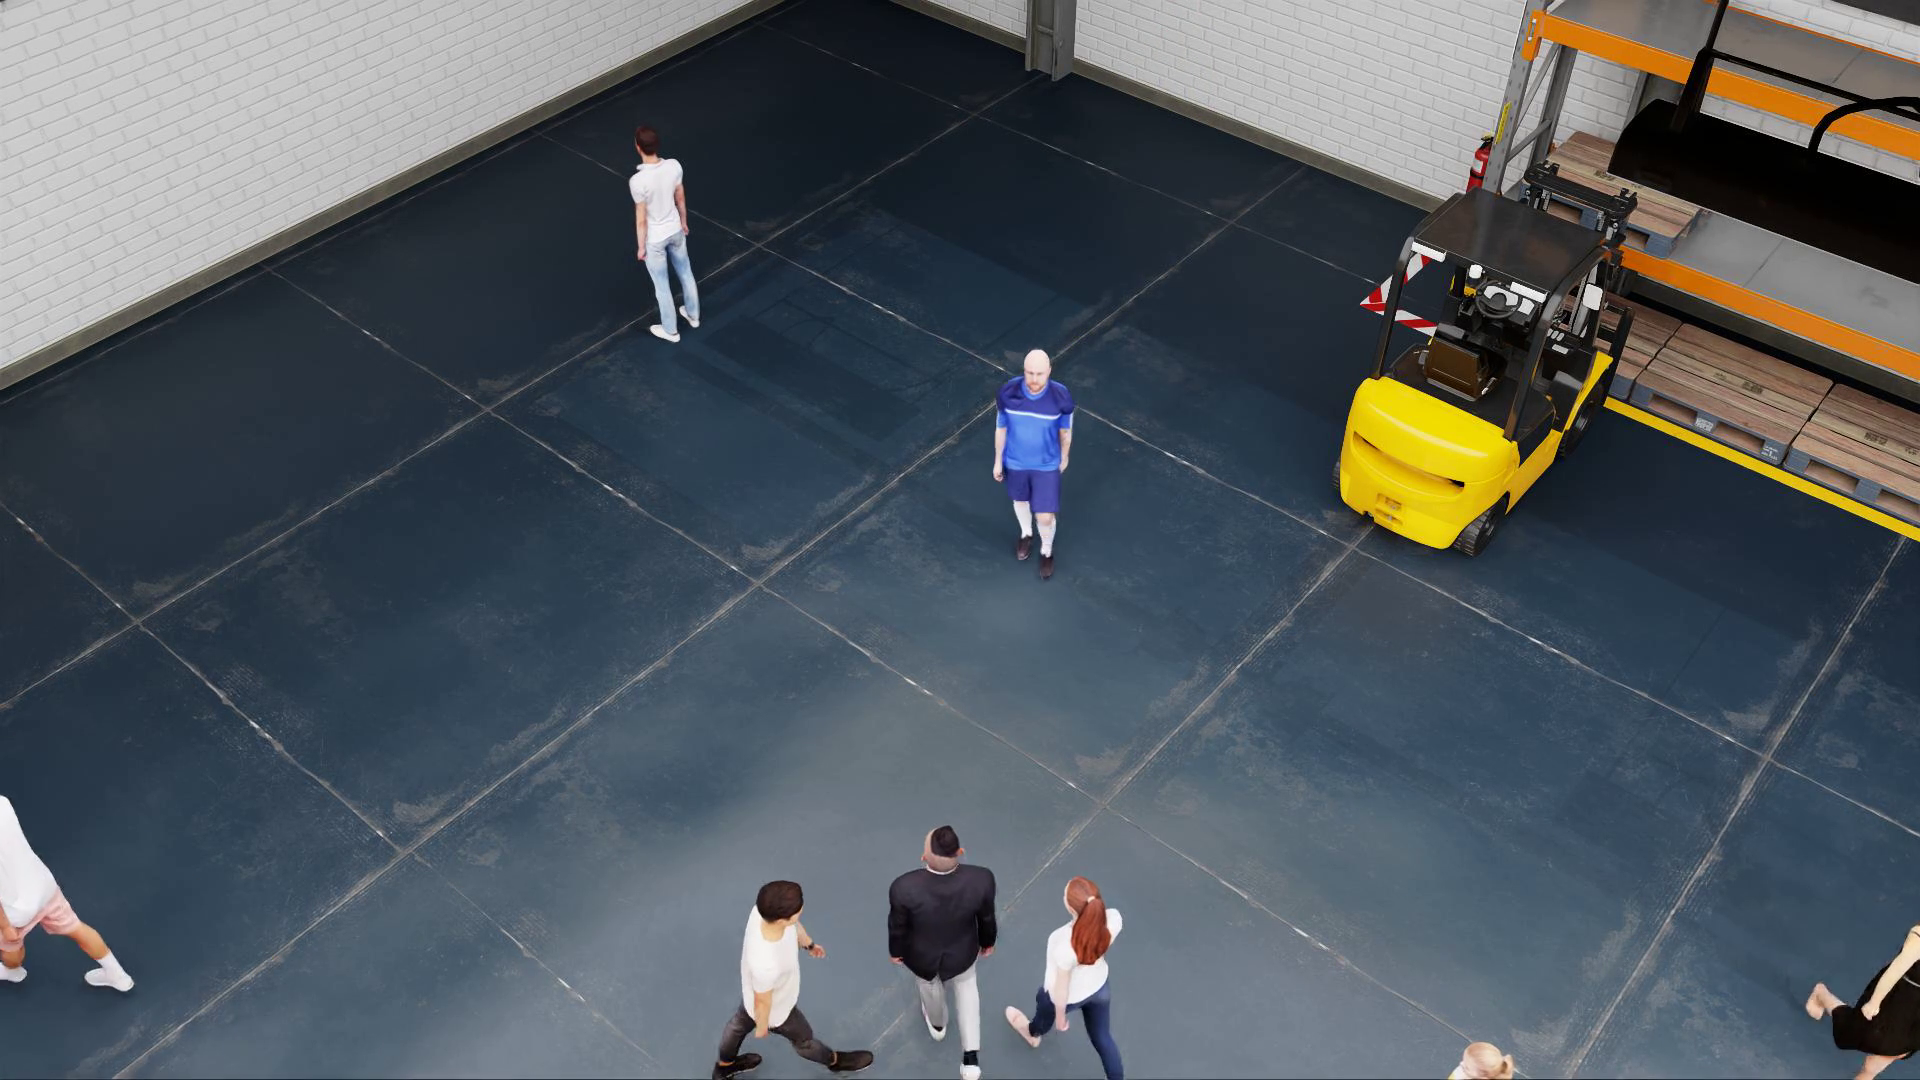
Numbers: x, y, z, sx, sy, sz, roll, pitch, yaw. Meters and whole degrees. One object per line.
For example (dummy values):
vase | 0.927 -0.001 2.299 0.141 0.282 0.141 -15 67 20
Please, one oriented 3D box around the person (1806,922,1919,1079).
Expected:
person | 4.754 2.240 8.461 0.915 1.608 0.969 -3 44 -3

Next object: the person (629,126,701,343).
person | -2.354 -2.420 13.177 0.527 1.850 0.656 32 52 29

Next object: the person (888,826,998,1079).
person | -0.077 2.096 8.374 1.030 1.937 1.116 -8 44 -9

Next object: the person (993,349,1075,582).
person | 0.499 -0.597 11.283 0.784 1.823 0.866 10 44 10

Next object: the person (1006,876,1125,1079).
person | 0.656 2.314 8.319 0.798 1.696 1.165 -24 49 -23

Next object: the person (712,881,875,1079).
person | -1.034 2.276 8.382 1.149 1.666 1.108 -6 44 -7

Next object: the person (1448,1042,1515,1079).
person | 2.461 2.812 8.101 0.587 1.277 0.553 10 44 10

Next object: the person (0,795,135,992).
person | -4.873 1.880 8.747 1.226 1.734 1.039 6 44 6
